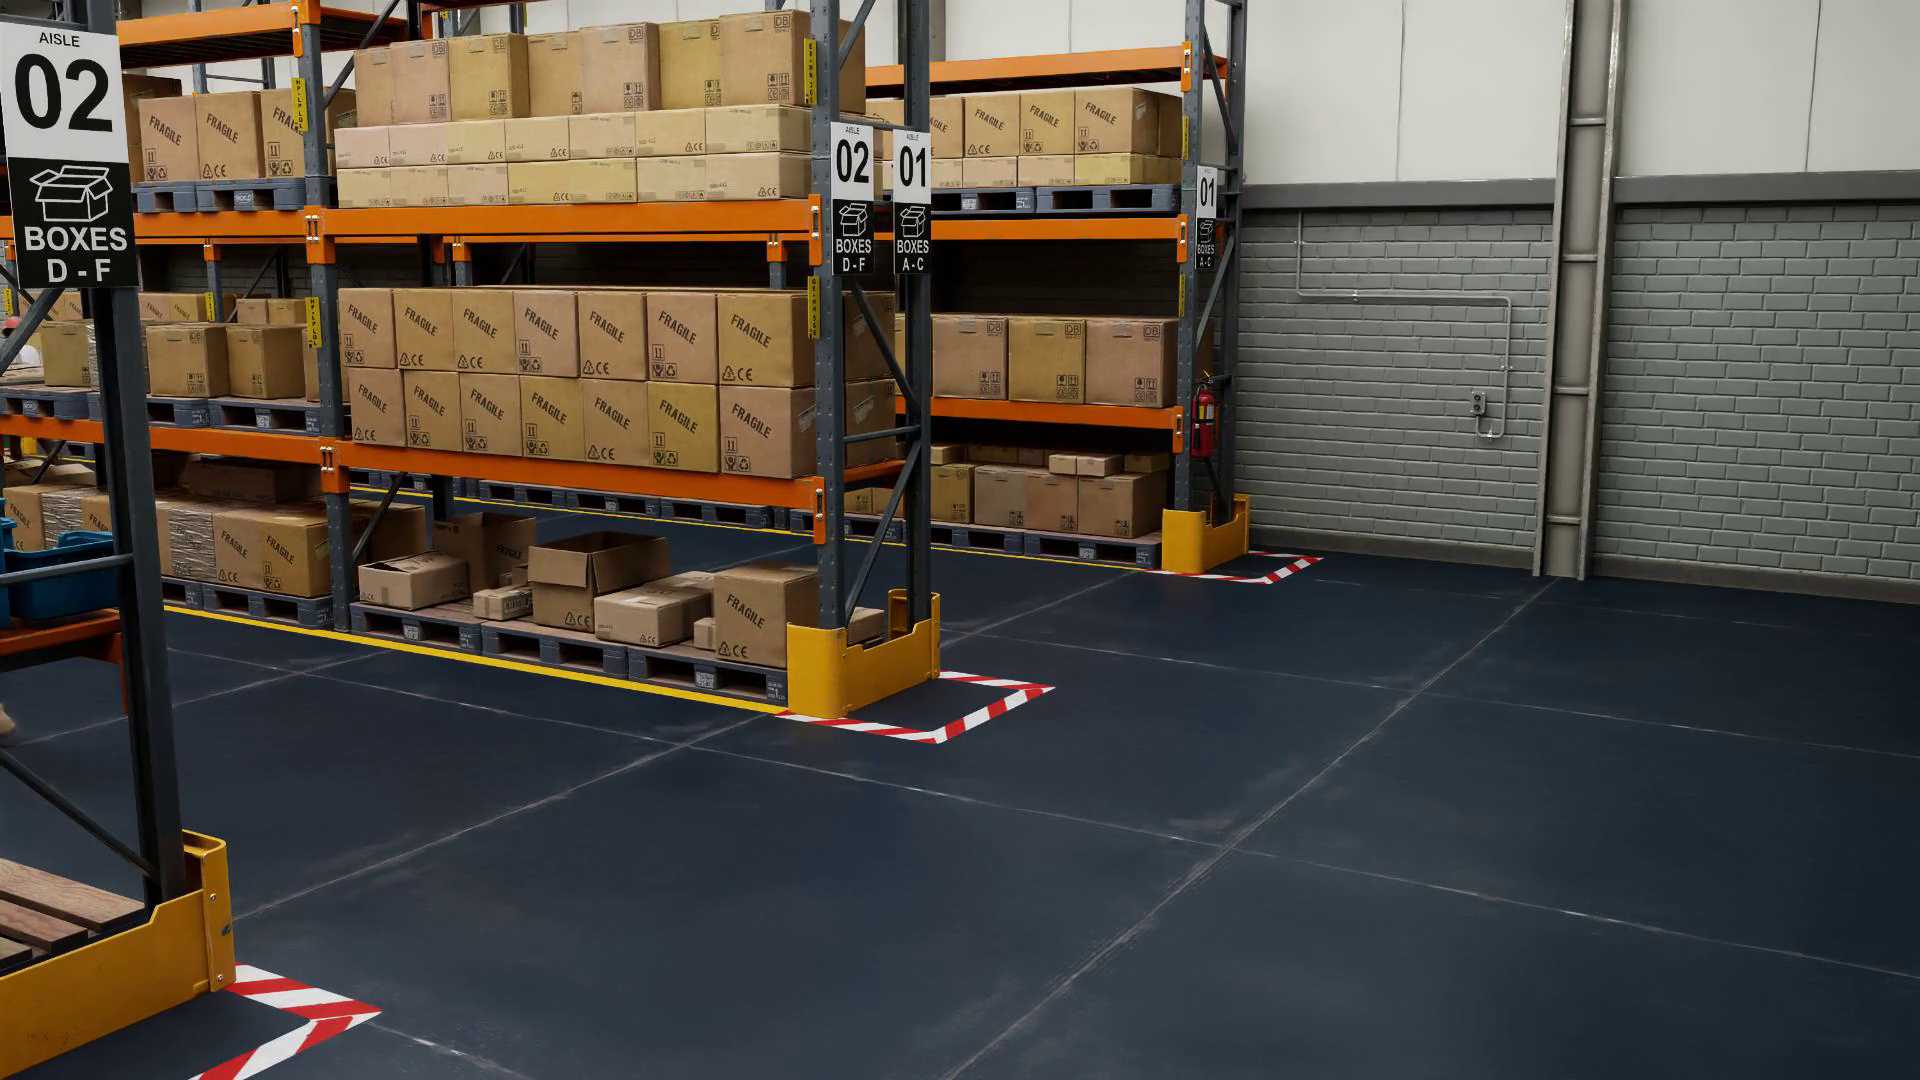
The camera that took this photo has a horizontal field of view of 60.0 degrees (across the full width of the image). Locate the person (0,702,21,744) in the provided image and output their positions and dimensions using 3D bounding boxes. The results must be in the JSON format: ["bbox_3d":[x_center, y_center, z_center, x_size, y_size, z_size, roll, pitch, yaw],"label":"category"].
[{"bbox_3d":[-5.163,0.088,8.539,0.688,2.021,0.624,1,10,5],"label":"person"}]

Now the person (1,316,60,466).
[{"bbox_3d":[-10.060,-1.457,17.907,0.886,1.880,0.562,3,10,16],"label":"person"}]
